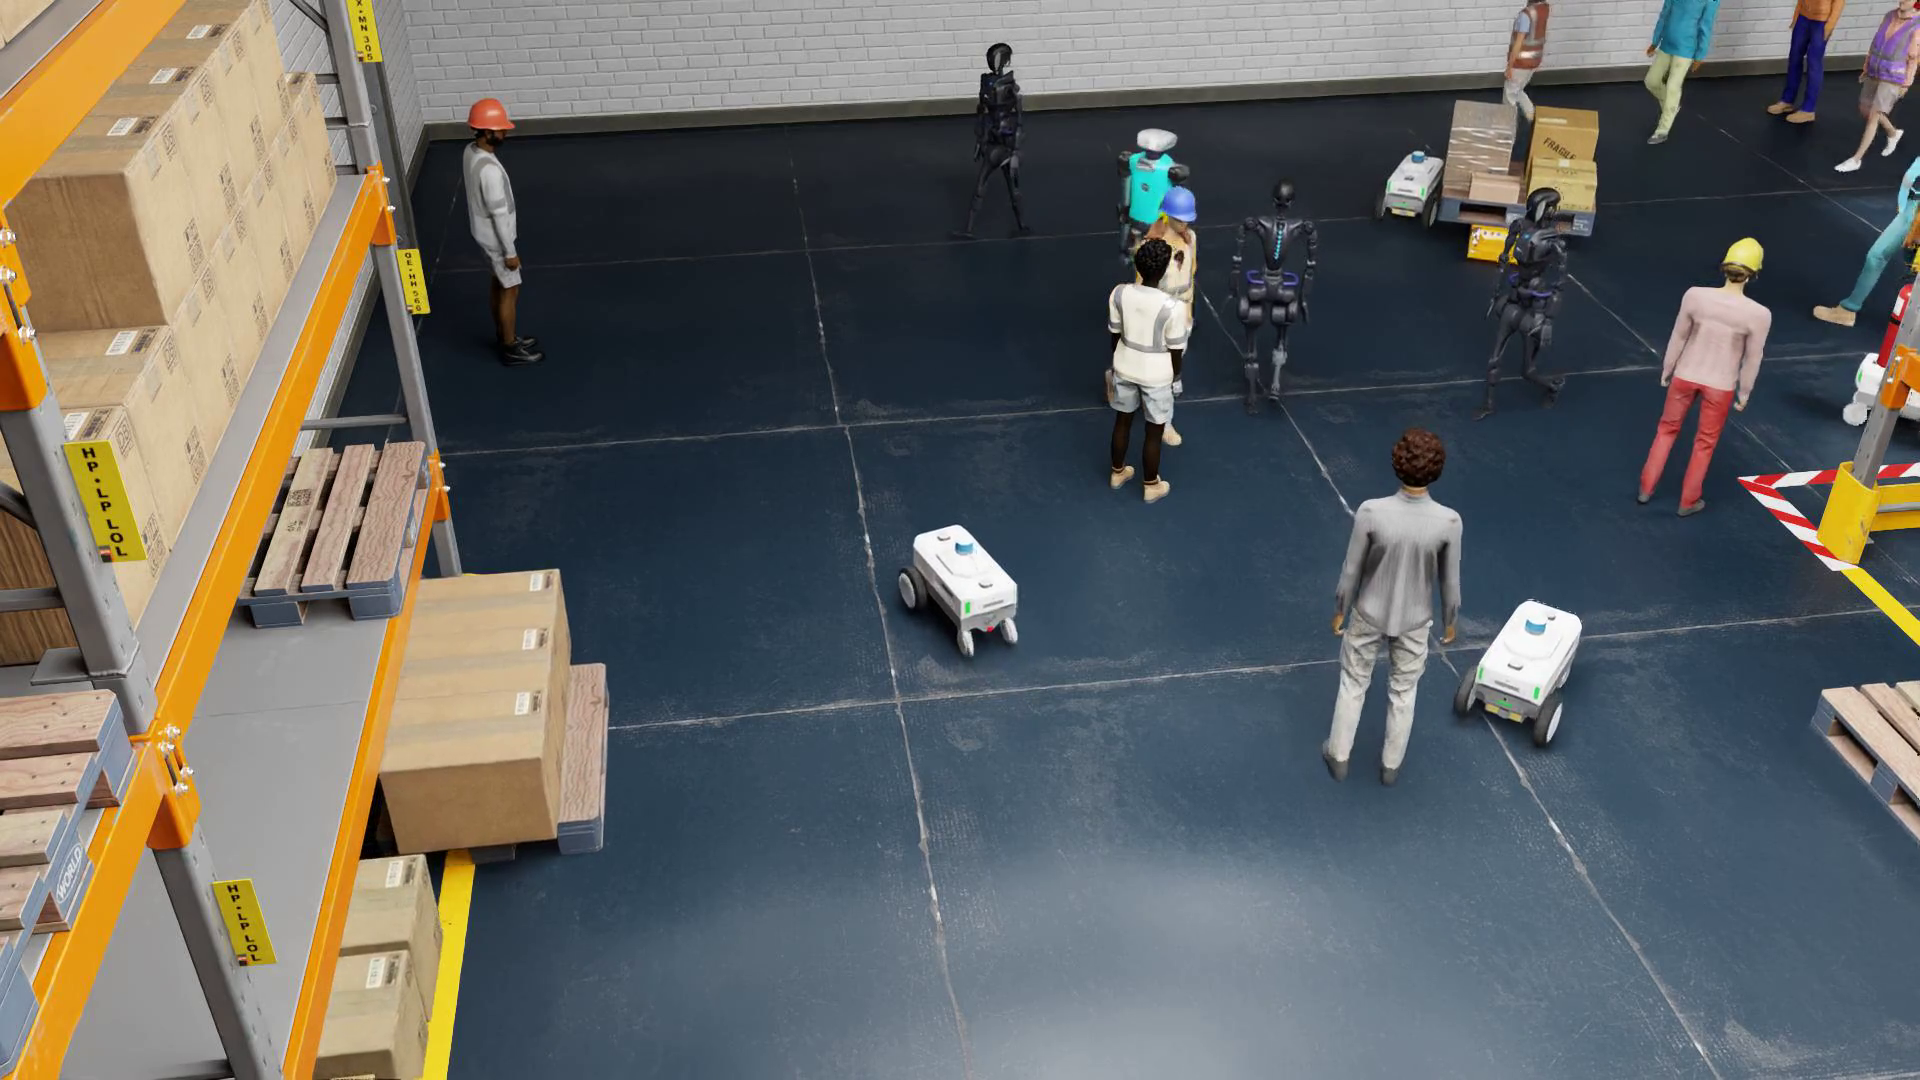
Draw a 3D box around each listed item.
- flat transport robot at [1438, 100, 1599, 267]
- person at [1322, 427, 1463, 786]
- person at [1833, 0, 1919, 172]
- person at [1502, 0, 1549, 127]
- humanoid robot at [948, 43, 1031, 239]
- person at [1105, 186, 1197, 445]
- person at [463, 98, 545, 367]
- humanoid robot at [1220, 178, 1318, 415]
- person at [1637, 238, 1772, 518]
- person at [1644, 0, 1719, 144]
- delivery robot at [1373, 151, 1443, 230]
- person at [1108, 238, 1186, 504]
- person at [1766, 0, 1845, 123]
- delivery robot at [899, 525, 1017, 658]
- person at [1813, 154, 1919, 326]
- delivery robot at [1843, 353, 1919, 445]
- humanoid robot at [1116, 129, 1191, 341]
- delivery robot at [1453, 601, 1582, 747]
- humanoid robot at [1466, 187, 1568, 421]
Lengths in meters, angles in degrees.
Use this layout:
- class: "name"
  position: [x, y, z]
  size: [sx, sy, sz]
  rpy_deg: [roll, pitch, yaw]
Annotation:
- class: "flat transport robot"
  position: [4.629, -2.678, 13.956]
  size: [0.659, 0.231, 1.431]
  rpy_deg: [9, 34, 14]
- class: "person"
  position: [2.047, 0.355, 7.831]
  size: [0.568, 1.887, 0.410]
  rpy_deg: [7, 34, 10]
- class: "person"
  position: [8.361, -4.147, 14.916]
  size: [0.682, 1.671, 0.486]
  rpy_deg: [-8, 34, -12]
- class: "person"
  position: [5.222, -4.395, 15.292]
  size: [0.487, 1.669, 0.443]
  rpy_deg: [-27, 42, -35]
- class: "humanoid robot"
  position: [0.284, -3.181, 13.464]
  size: [0.718, 1.635, 0.584]
  rpy_deg: [-24, 40, -31]
- class: "person"
  position: [1.258, -1.498, 10.783]
  size: [0.474, 1.747, 0.622]
  rpy_deg: [-19, 38, -27]
- class: "person"
  position: [-3.198, -2.132, 11.609]
  size: [0.387, 1.925, 0.547]
  rpy_deg: [-16, 37, -23]
- class: "humanoid robot"
  position: [2.035, -1.616, 11.040]
  size: [0.588, 1.654, 0.344]
  rpy_deg: [2, 33, 4]
- class: "person"
  position: [4.489, -0.969, 9.983]
  size: [0.528, 1.752, 0.376]
  rpy_deg: [23, 40, 31]
- class: "person"
  position: [6.756, -4.622, 15.589]
  size: [0.519, 1.733, 0.581]
  rpy_deg: [-14, 36, -20]
- class: "delivery robot"
  position: [3.873, -3.014, 14.215]
  size: [0.499, 0.601, 0.805]
  rpy_deg: [15, 36, 22]
- class: "person"
  position: [1.124, -1.021, 10.117]
  size: [0.531, 1.694, 0.319]
  rpy_deg: [23, 40, 31]
- class: "person"
  position: [8.251, -5.051, 16.040]
  size: [0.404, 1.971, 0.518]
  rpy_deg: [-10, 34, -15]
- class: "delivery robot"
  position: [0.015, 0.239, 9.233]
  size: [0.499, 0.603, 0.803]
  rpy_deg: [-15, 36, -22]
- class: "person"
  position: [6.913, -2.361, 12.036]
  size: [0.833, 1.836, 0.545]
  rpy_deg: [27, 42, 35]
- class: "delivery robot"
  position: [6.364, -0.960, 11.059]
  size: [0.774, 0.592, 0.499]
  rpy_deg: [23, 40, 31]
- class: "humanoid robot"
  position: [1.480, -2.083, 11.762]
  size: [0.540, 1.842, 0.865]
  rpy_deg: [22, 39, 30]
- class: "delivery robot"
  position: [2.929, 0.634, 8.591]
  size: [0.499, 0.563, 0.738]
  rpy_deg: [21, 38, 28]
- class: "humanoid robot"
  position: [3.782, -1.567, 10.980]
  size: [0.655, 1.630, 0.611]
  rpy_deg: [-16, 36, -22]
